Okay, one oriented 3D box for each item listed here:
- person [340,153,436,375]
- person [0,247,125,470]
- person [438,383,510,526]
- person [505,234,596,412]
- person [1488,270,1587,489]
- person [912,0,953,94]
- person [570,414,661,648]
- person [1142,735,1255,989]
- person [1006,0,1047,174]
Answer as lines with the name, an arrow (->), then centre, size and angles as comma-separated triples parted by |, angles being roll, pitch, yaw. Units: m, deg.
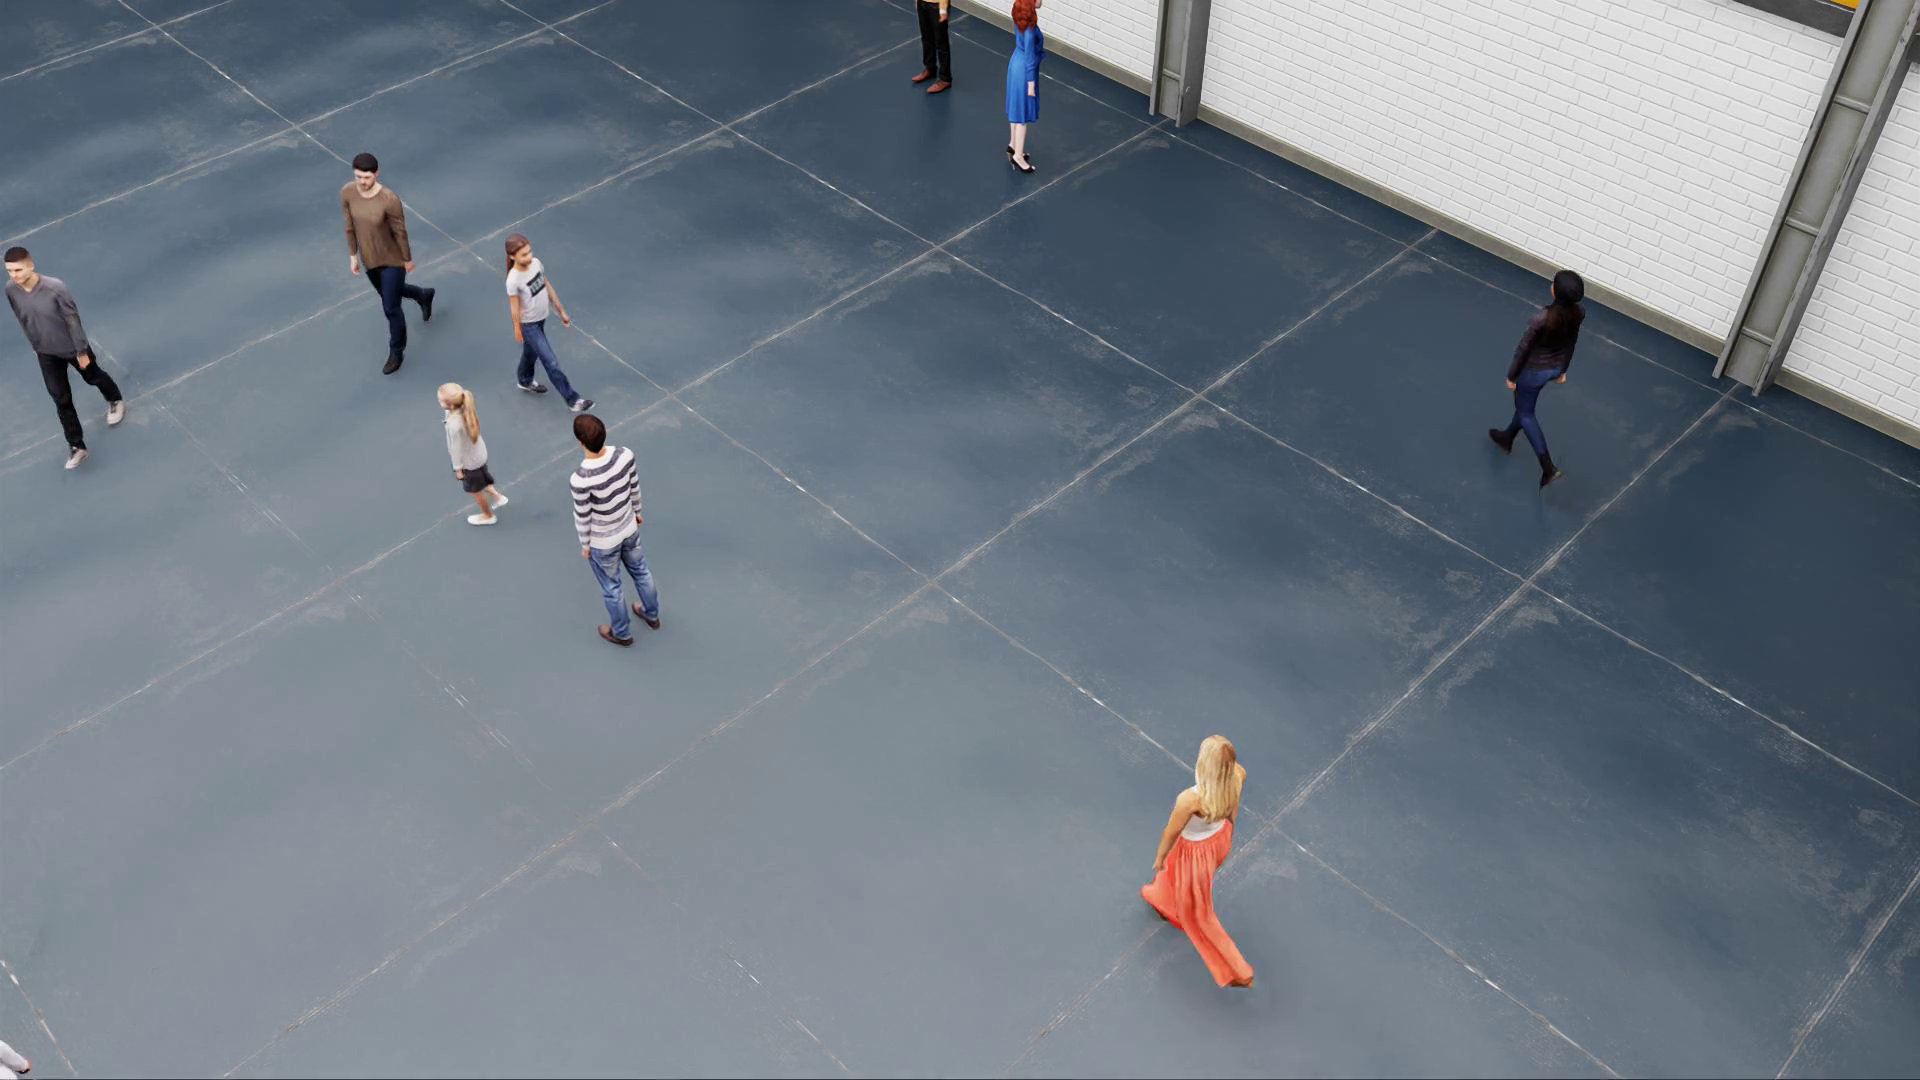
person -> -4.536, -2.282, 13.198 | 1.167, 1.853, 1.051 | 14, 45, 14
person -> -6.683, -1.479, 12.453 | 1.061, 1.718, 1.191 | -4, 44, -4
person -> -3.447, -0.612, 11.870 | 0.704, 1.266, 0.646 | 3, 44, 3
person -> -3.356, -1.709, 12.836 | 1.087, 1.523, 0.811 | 15, 46, 15
person -> 4.275, -1.158, 12.113 | 0.916, 1.723, 1.183 | -15, 46, -15
person -> -0.257, -5.333, 16.473 | 0.743, 1.753, 0.573 | -27, 50, -26
person -> -2.266, -0.061, 10.871 | 0.537, 1.847, 0.648 | 32, 52, 29
person -> 1.365, 1.759, 9.016 | 0.756, 1.770, 1.196 | -27, 50, -26
person -> 0.587, -4.244, 15.277 | 0.768, 1.826, 0.684 | -7, 44, -7
